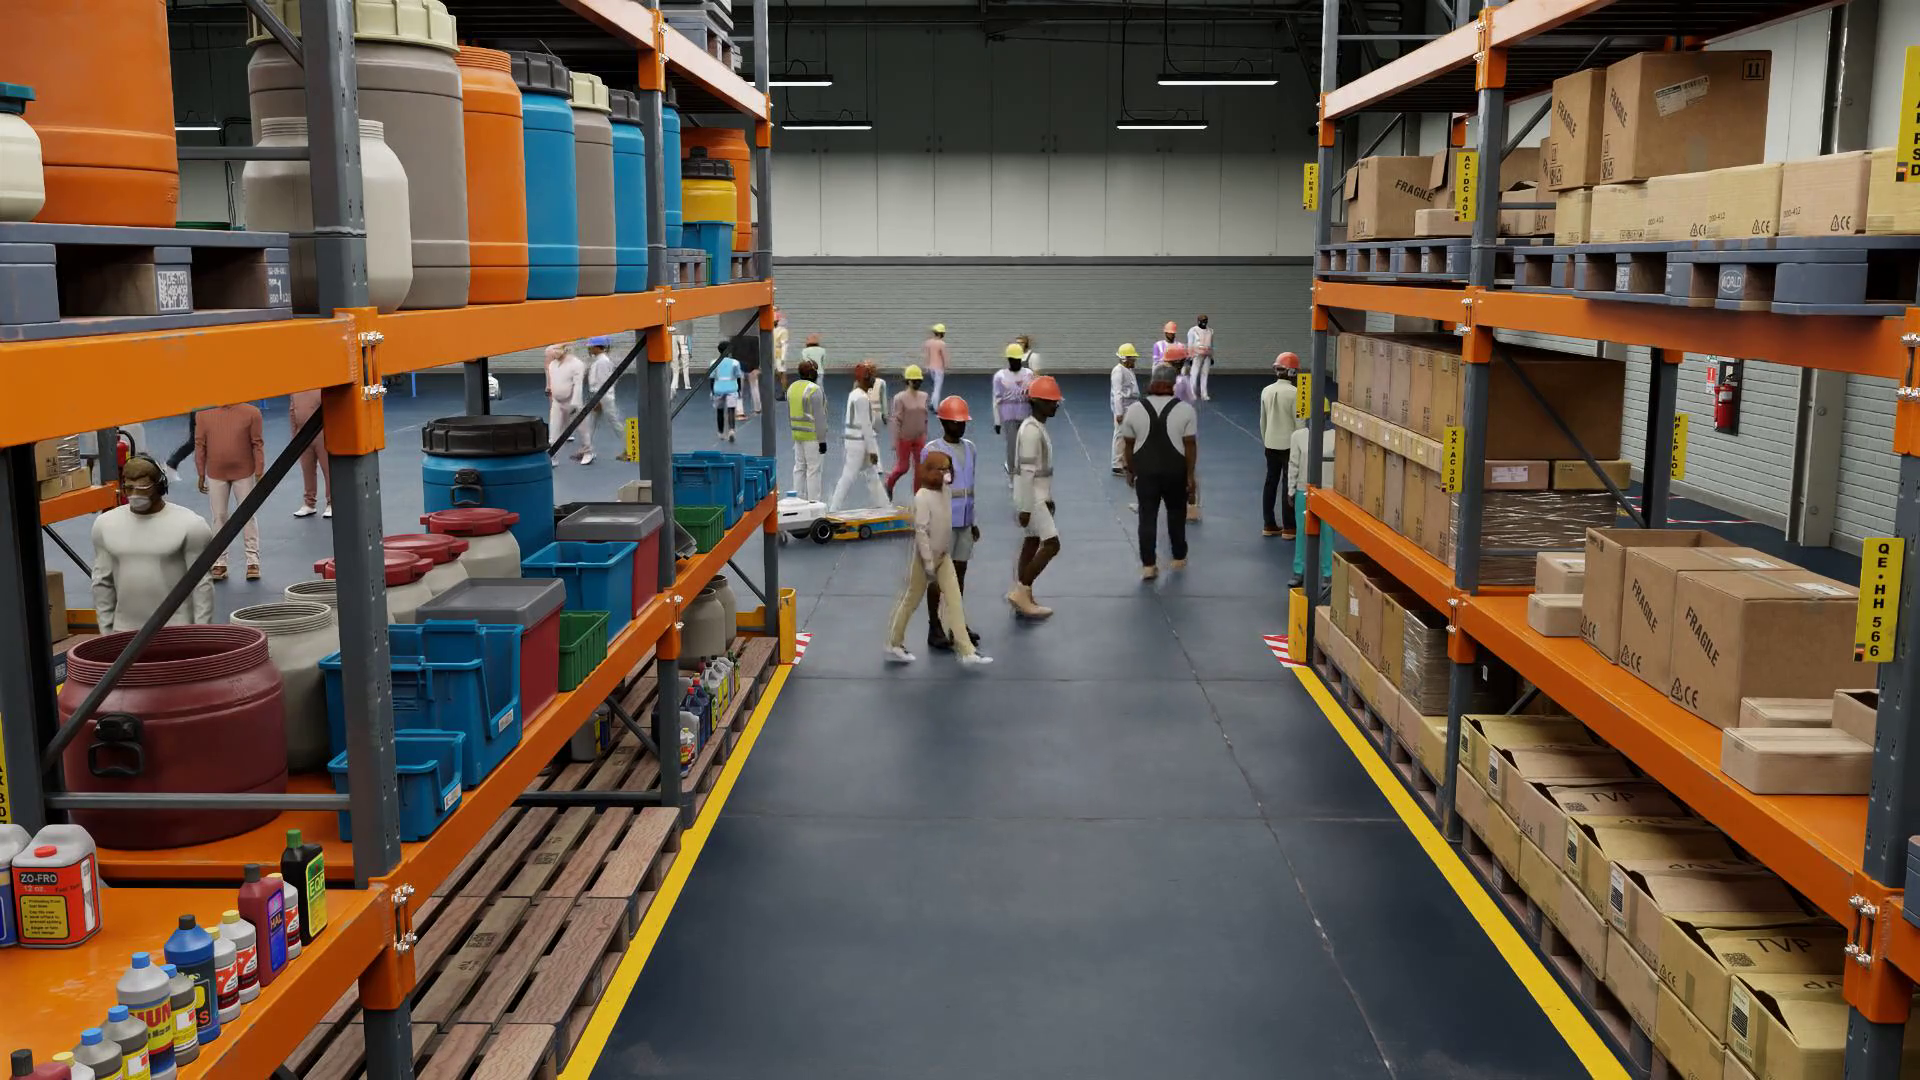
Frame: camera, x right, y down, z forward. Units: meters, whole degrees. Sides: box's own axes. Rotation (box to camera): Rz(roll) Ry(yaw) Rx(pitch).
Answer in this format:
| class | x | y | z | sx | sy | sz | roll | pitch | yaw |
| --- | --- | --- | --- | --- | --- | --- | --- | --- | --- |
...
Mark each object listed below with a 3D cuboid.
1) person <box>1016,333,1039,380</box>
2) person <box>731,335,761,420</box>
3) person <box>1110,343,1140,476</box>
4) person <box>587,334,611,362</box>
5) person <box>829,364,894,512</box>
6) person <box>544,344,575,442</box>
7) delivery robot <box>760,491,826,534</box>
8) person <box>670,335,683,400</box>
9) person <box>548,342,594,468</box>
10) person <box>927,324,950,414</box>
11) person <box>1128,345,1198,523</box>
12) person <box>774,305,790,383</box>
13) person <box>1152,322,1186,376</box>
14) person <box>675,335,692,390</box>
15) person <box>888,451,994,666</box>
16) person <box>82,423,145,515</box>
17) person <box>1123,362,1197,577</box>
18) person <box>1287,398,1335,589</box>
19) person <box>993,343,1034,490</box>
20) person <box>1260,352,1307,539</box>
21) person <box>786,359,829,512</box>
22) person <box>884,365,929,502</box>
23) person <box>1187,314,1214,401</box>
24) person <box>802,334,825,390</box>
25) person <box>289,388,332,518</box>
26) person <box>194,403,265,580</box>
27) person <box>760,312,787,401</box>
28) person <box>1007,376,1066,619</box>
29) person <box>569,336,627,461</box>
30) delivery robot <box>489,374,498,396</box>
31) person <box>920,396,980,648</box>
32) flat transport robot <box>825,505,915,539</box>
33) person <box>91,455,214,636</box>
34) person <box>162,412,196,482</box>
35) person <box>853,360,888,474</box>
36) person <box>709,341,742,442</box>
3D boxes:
| class | x | y | z | sx | sy | sz | roll | pitch | yaw |
| --- | --- | --- | --- | --- | --- | --- | --- | --- | --- |
| person | 1.021 | -2.369 | 26.463 | 0.413 | 1.827 | 0.545 | -9 | 13 | -44 |
| person | -4.033 | -3.270 | 31.544 | 0.618 | 1.930 | 1.029 | 2 | 10 | 11 |
| person | 2.304 | -1.825 | 23.202 | 0.404 | 1.829 | 0.594 | 4 | 10 | 21 |
| person | -8.249 | -4.285 | 38.002 | 0.540 | 1.832 | 0.920 | -2 | 10 | -13 |
| person | -1.042 | -1.039 | 18.495 | 1.006 | 1.824 | 0.613 | -1 | 10 | -9 |
| person | -6.609 | -2.556 | 27.355 | 0.404 | 1.906 | 0.651 | 5 | 11 | 26 |
| delivery robot | -1.776 | -0.273 | 17.568 | 0.707 | 0.478 | 0.477 | -7 | 12 | -37 |
| person | -6.237 | -3.946 | 35.828 | 0.551 | 1.855 | 0.499 | -1 | 10 | -4 |
| person | -5.701 | -1.990 | 24.132 | 0.639 | 1.858 | 1.008 | 4 | 10 | 21 |
| person | -0.407 | -3.351 | 32.558 | 0.415 | 1.748 | 0.554 | -8 | 13 | -41 |
| person | 2.317 | -1.207 | 18.955 | 0.924 | 2.009 | 0.636 | 2 | 10 | 12 |
| person | -4.501 | -4.789 | 40.734 | 0.655 | 1.905 | 0.407 | -1 | 10 | -5 |
| person | 3.640 | -2.831 | 28.949 | 0.580 | 1.921 | 0.453 | 0 | 9 | -2 |
| person | -6.496 | -4.319 | 38.722 | 0.524 | 1.637 | 0.306 | 1 | 9 | 3 |
| person | -0.184 | 0.137 | 12.180 | 0.871 | 1.581 | 0.516 | 6 | 11 | 31 |
| person | -7.521 | -0.429 | 14.826 | 0.519 | 1.836 | 0.603 | -6 | 11 | -31 |
| person | 1.938 | -0.679 | 15.838 | 0.703 | 2.000 | 0.901 | 3 | 10 | 17 |
| person | 3.231 | -0.441 | 15.109 | 0.533 | 1.767 | 0.325 | 4 | 10 | 23 |
| person | 0.701 | -1.615 | 21.699 | 0.619 | 1.912 | 0.521 | -5 | 11 | -27 |
| person | 3.495 | -1.026 | 17.925 | 0.375 | 1.996 | 0.611 | -7 | 12 | -36 |
| person | -1.733 | -1.174 | 19.268 | 0.429 | 1.846 | 0.629 | -8 | 12 | -40 |
| person | -0.628 | -1.239 | 19.955 | 0.529 | 1.744 | 0.655 | -7 | 12 | -38 |
| person | 5.177 | -3.906 | 35.651 | 0.641 | 1.840 | 0.429 | -4 | 10 | -21 |
| person | -2.799 | -3.156 | 31.928 | 0.511 | 1.590 | 0.858 | -4 | 10 | -24 |
| person | -7.500 | -1.216 | 19.329 | 0.642 | 1.909 | 0.399 | 2 | 10 | 13 |
| person | -6.816 | -0.627 | 15.537 | 0.609 | 1.995 | 0.375 | -2 | 10 | -12 |
| person | -3.981 | -3.895 | 35.384 | 0.578 | 1.895 | 0.918 | 5 | 11 | 29 |
| person | 0.645 | -0.342 | 13.753 | 0.455 | 2.028 | 0.627 | 1 | 10 | 5 |
| person | -5.320 | -2.117 | 24.767 | 0.982 | 1.908 | 0.606 | -5 | 11 | -29 |
| delivery robot | -10.185 | -3.354 | 36.023 | 0.477 | 0.478 | 0.707 | -2 | 10 | -14 |
| person | -0.049 | -0.147 | 12.834 | 0.359 | 1.936 | 0.552 | 9 | 13 | 44 |
| flat transport robot | -0.952 | -0.205 | 18.292 | 1.431 | 0.197 | 0.652 | -7 | 12 | -37 |
| person | -4.344 | 0.498 | 8.979 | 0.629 | 1.936 | 0.373 | -1 | 10 | -5 |
| person | -10.294 | -1.721 | 22.426 | 0.891 | 1.894 | 0.589 | -1 | 10 | -6 |
| person | -1.273 | -1.717 | 23.262 | 0.529 | 1.595 | 0.847 | -6 | 11 | -33 |
| person | -3.875 | -2.460 | 27.519 | 0.538 | 1.666 | 0.836 | -2 | 10 | -10 |
